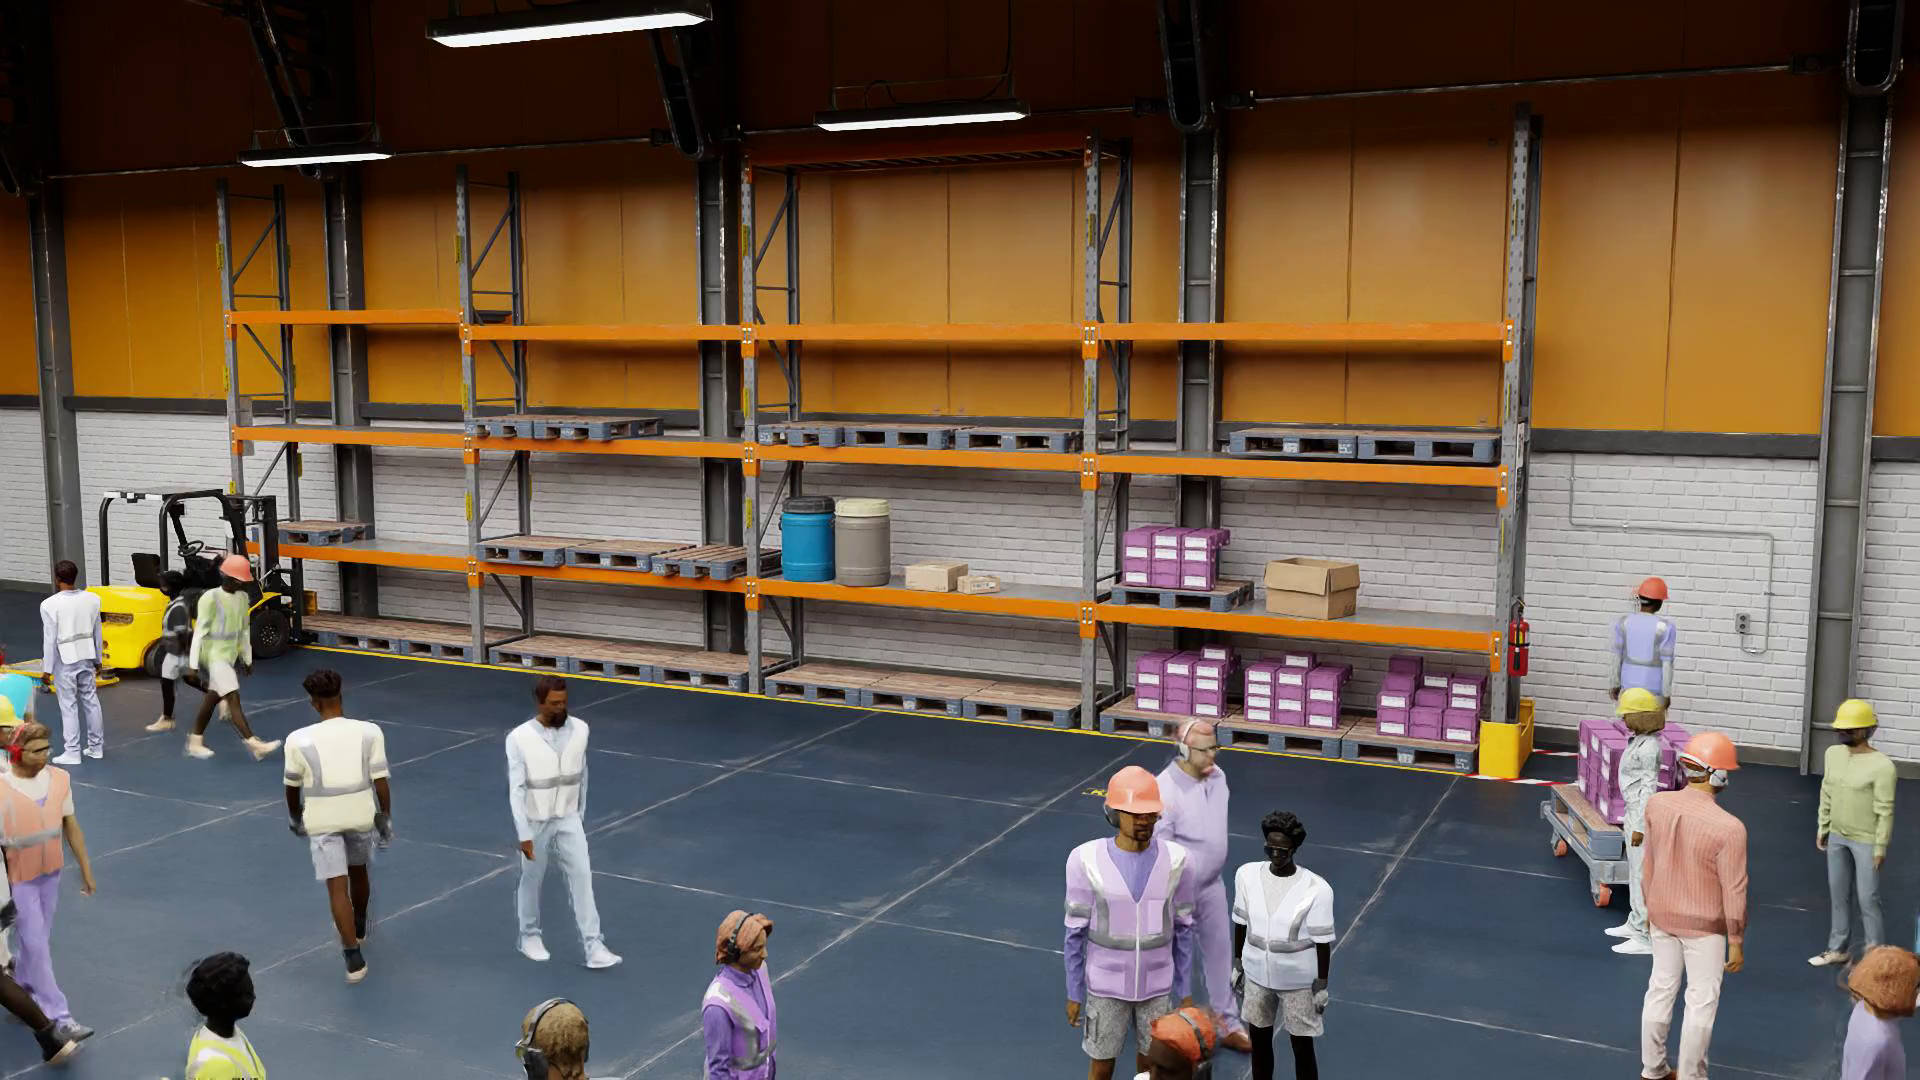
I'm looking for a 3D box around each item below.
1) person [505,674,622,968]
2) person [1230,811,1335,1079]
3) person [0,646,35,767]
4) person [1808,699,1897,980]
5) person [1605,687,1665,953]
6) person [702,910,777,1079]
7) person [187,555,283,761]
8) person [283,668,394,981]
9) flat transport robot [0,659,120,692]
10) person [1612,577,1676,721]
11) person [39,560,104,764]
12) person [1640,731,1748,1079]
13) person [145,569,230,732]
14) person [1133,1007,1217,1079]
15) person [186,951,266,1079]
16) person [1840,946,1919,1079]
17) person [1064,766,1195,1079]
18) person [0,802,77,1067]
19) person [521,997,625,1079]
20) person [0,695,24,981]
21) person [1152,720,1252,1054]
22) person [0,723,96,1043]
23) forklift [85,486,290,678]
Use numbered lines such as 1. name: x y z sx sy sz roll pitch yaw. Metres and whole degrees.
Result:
1. person: -2.516 1.788 10.461 0.603 1.878 0.956 -7 10 -43
2. person: 1.582 2.155 8.210 0.539 1.693 0.321 5 8 35
3. person: -6.997 1.615 12.085 0.445 1.831 0.584 6 9 43
4. person: 5.565 1.859 10.370 0.344 1.760 0.534 -2 7 -17
5. person: 4.393 1.813 10.822 0.308 1.737 0.484 2 7 16
6. person: -0.920 2.335 6.952 0.313 1.631 0.525 2 7 14
7. person: -6.894 1.118 15.655 1.080 1.957 0.684 1 7 10
8. person: -3.942 1.765 10.537 0.603 1.910 0.969 -5 9 -37
9. flat transport robot: -10.415 1.542 19.065 1.431 0.197 0.652 3 8 25
10. person: 6.047 1.262 14.761 0.557 1.895 0.931 6 9 43
11. person: -8.318 1.143 15.615 0.375 1.917 0.598 3 8 25
12. person: 3.792 1.962 8.591 0.413 1.984 0.624 -3 8 -24
13. person: -7.862 1.108 16.912 0.788 1.668 0.527 -2 7 -19
14. person: 0.773 2.400 5.442 0.569 1.865 0.589 -4 8 -33
15. person: -2.867 2.390 6.337 0.789 1.674 0.530 -2 7 -17
16. person: 3.713 2.392 6.580 0.818 1.589 0.526 4 8 28
17. person: 0.785 2.042 7.659 0.613 2.048 0.362 -1 7 -6
18. person: -5.273 1.957 8.954 0.945 1.917 0.611 -1 7 -7
19. person: -1.239 2.393 5.263 0.381 1.929 0.635 4 8 29
20. person: -5.918 1.848 10.208 0.403 1.819 0.601 -4 8 -31
21. person: 1.330 1.931 9.244 0.686 1.879 0.873 -6 9 -41
22. person: -5.221 1.937 9.468 0.780 1.808 0.587 2 7 19
23. forklift: -9.426 0.454 20.179 1.214 2.155 2.313 3 8 26
